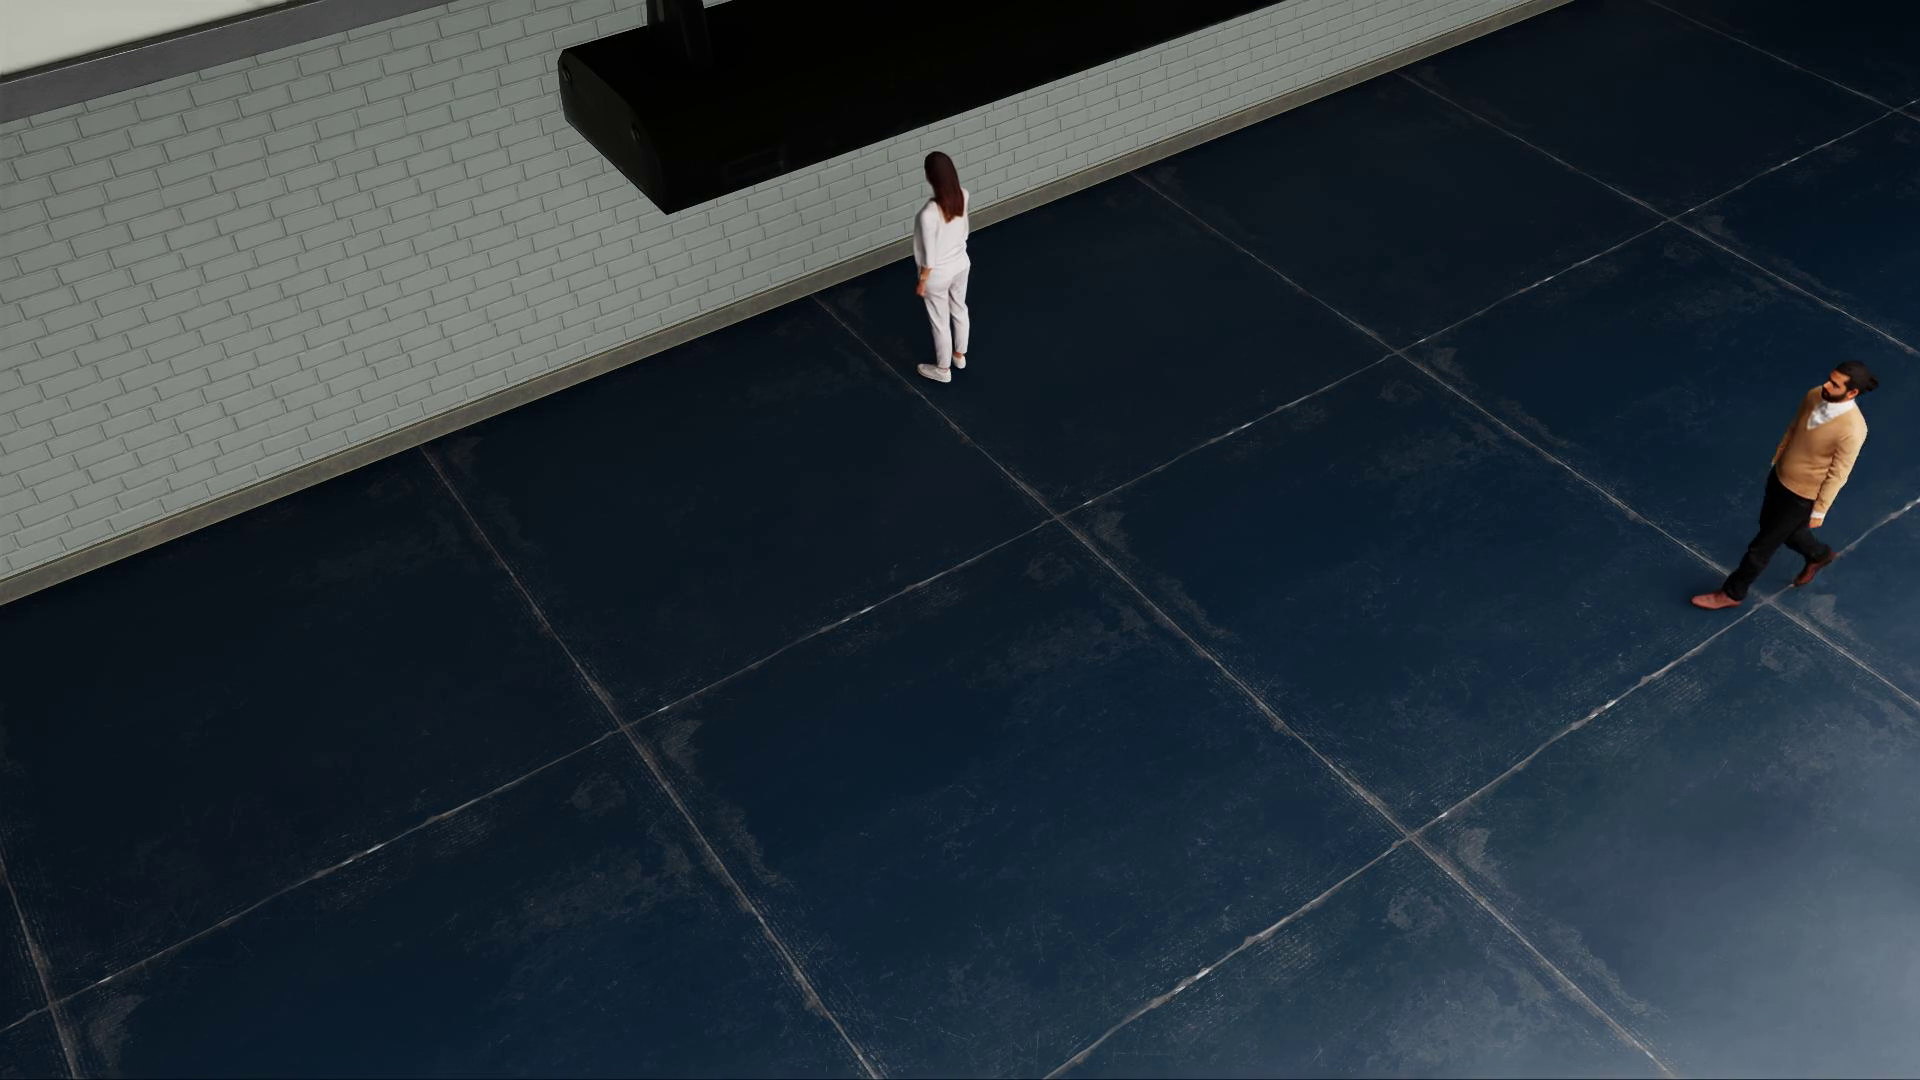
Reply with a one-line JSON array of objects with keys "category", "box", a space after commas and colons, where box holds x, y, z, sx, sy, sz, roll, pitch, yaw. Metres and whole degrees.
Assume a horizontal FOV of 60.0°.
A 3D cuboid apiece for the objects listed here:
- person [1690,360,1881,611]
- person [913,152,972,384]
[{"category": "person", "box": [4.749, -0.284, 9.277, 1.072, 1.731, 1.137, -3, 43, -3]}, {"category": "person", "box": [-0.101, -1.791, 10.921, 0.633, 1.689, 0.657, 28, 50, 27]}]
